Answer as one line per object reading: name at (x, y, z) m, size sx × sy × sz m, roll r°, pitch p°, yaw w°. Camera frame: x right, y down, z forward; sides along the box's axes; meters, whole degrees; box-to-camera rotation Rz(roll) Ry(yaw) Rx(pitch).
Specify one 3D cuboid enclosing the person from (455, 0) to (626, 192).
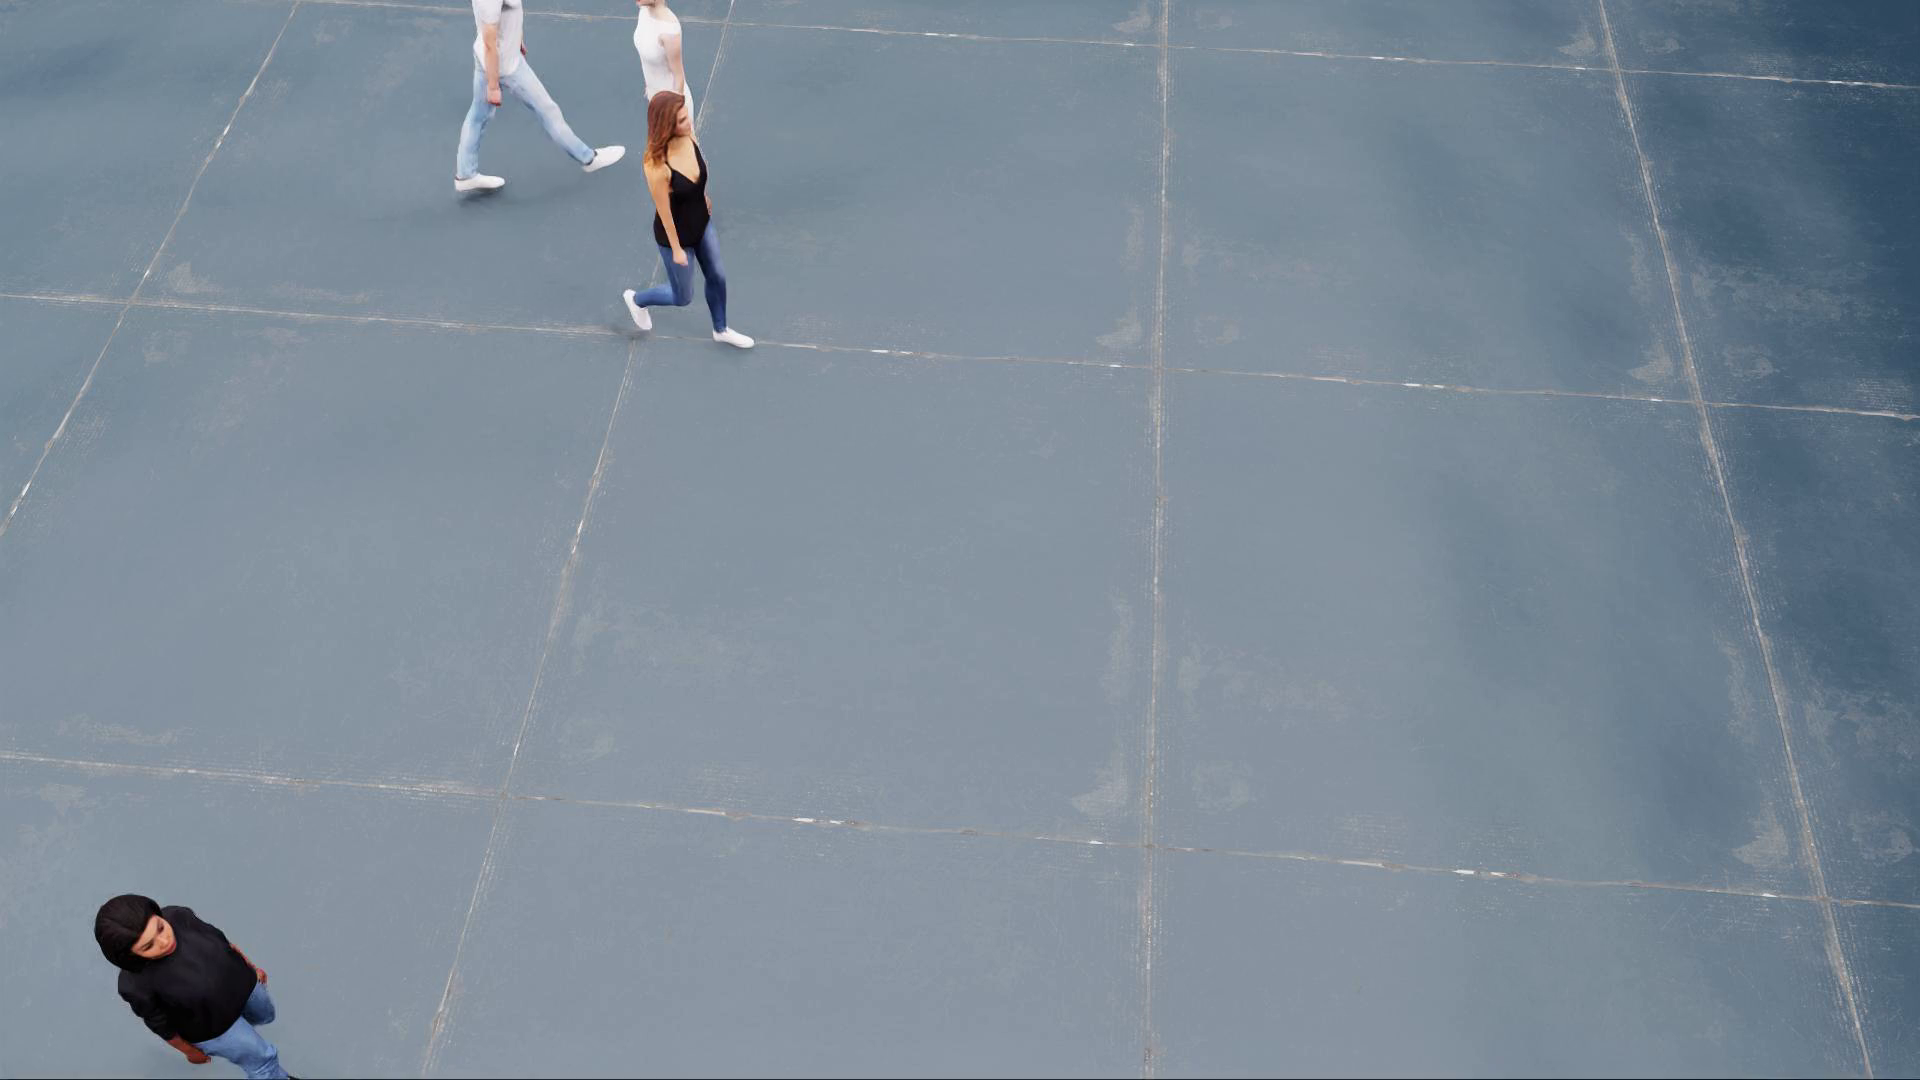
person at (-2.736, -2.728, 9.619) m, size 1.365 × 1.783 × 1.055 m, roll -16°, pitch 54°, yaw -12°

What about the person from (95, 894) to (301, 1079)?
person at (-2.856, 1.724, 6.234) m, size 0.974 × 1.683 × 0.640 m, roll 10°, pitch 53°, yaw 8°

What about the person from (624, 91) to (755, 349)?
person at (-1.533, -1.665, 8.847) m, size 1.021 × 1.703 × 0.794 m, roll 21°, pitch 55°, yaw 16°

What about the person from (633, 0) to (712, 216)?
person at (-1.631, -2.500, 9.436) m, size 0.662 × 1.793 × 0.639 m, roll -25°, pitch 56°, yaw -18°
